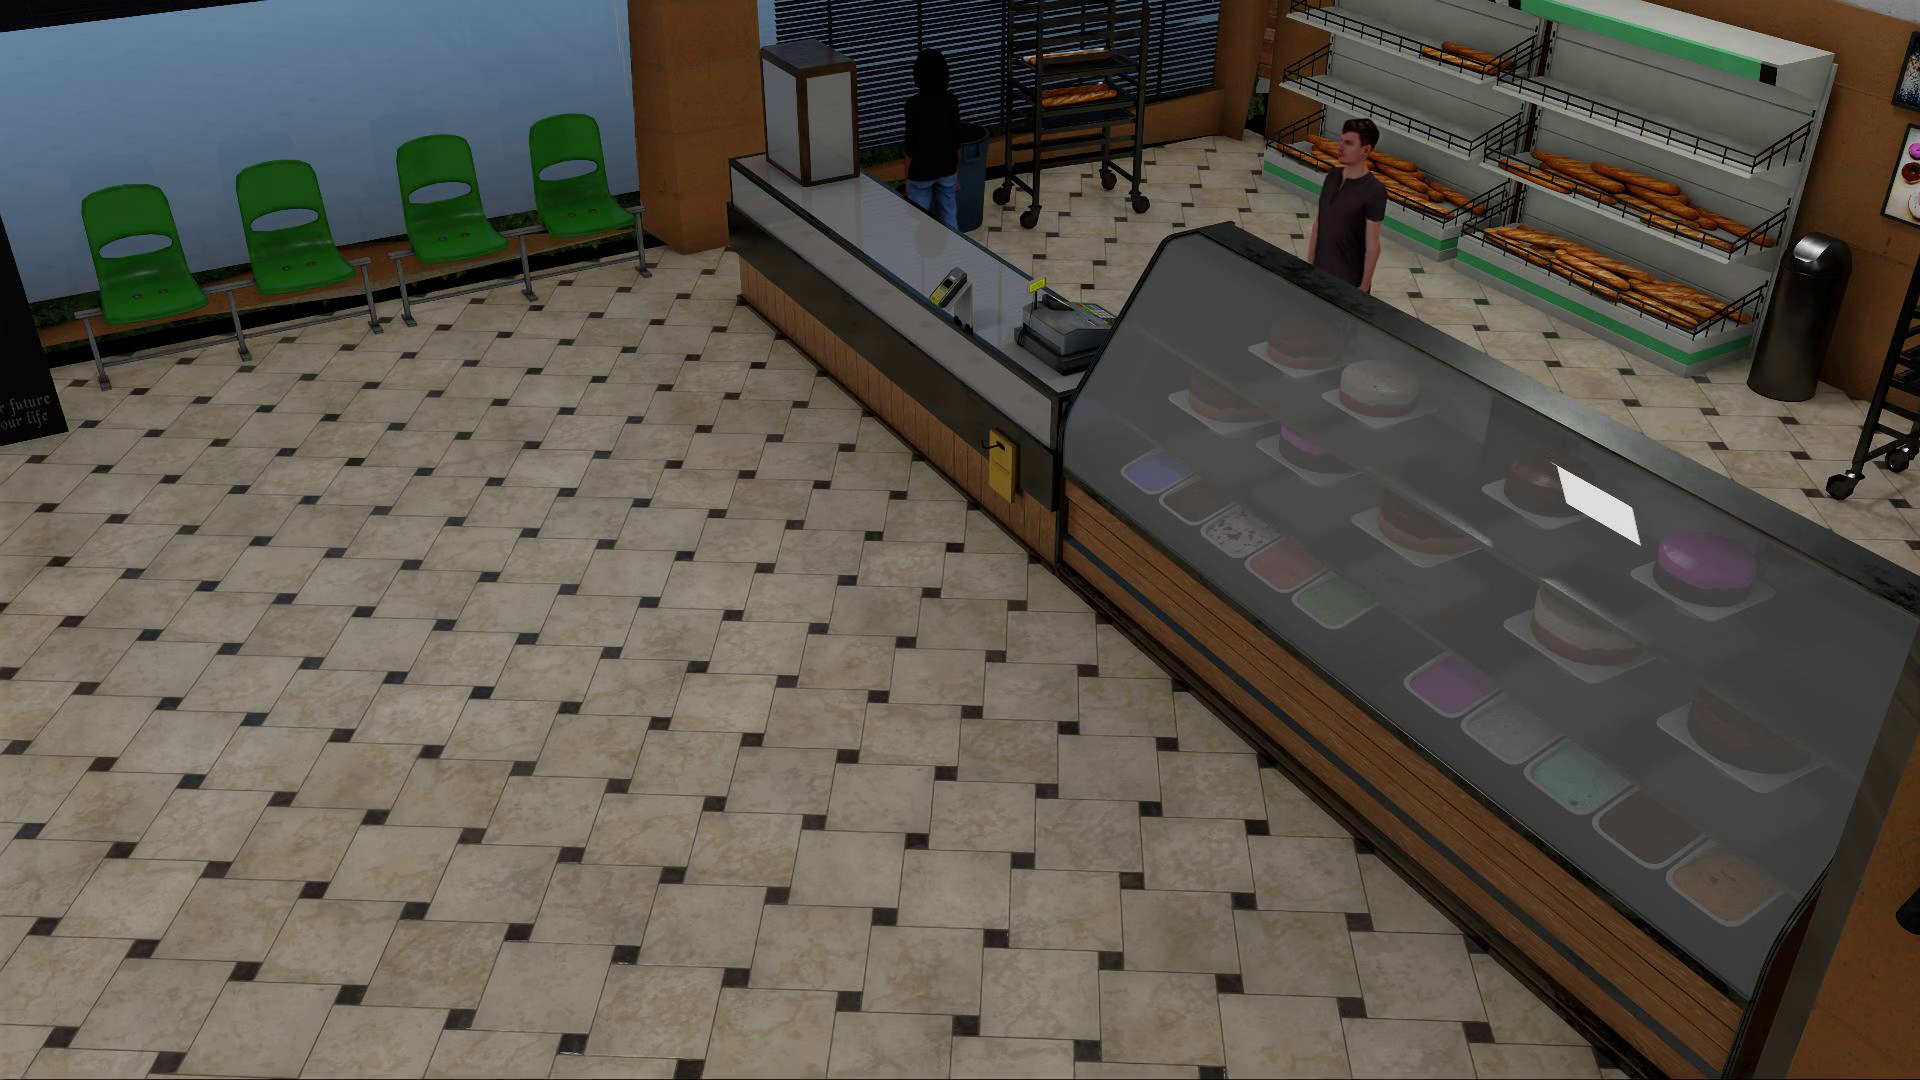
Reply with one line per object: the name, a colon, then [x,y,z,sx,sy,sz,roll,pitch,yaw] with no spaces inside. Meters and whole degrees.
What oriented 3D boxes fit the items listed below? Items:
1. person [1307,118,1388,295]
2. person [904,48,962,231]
person: [2.139,-1.458,9.335,0.517,1.853,0.644,-17,36,-25]
person: [-0.184,-2.395,10.983,0.512,1.702,0.650,-12,34,-18]
